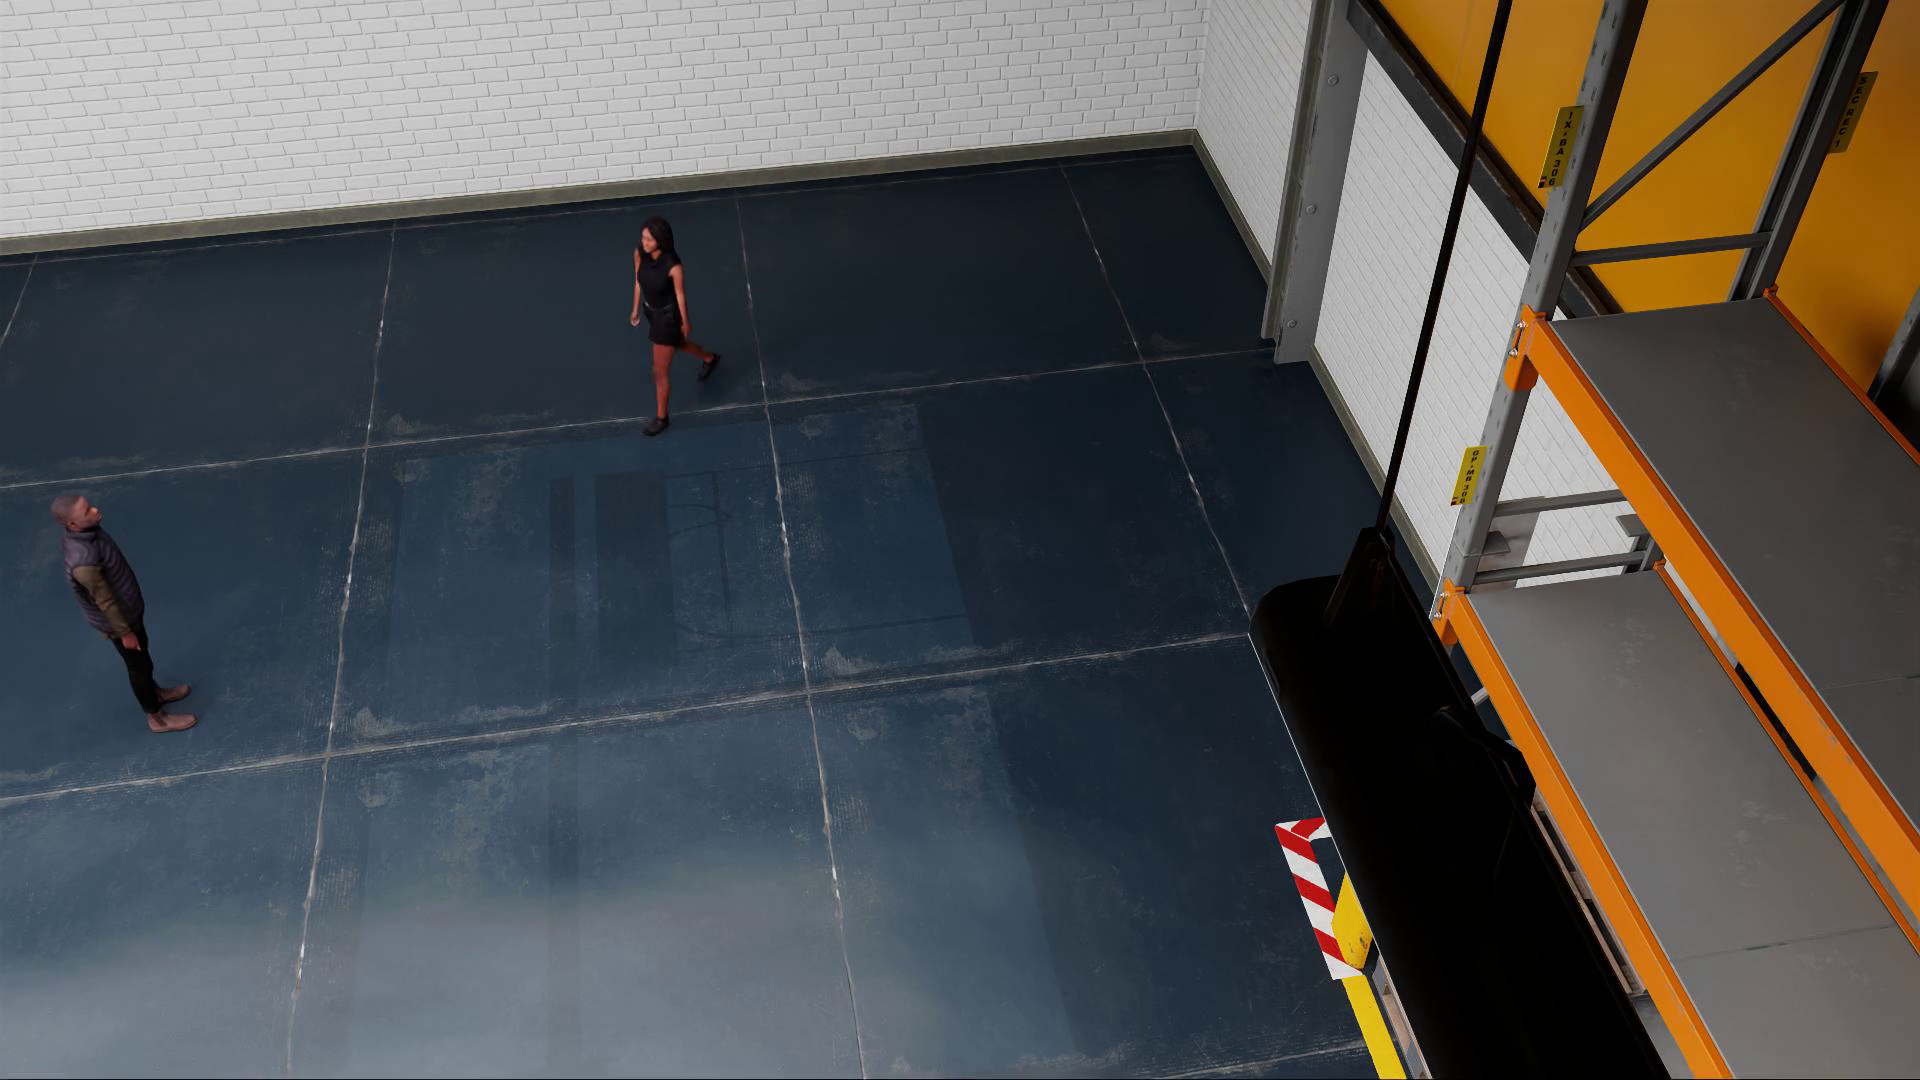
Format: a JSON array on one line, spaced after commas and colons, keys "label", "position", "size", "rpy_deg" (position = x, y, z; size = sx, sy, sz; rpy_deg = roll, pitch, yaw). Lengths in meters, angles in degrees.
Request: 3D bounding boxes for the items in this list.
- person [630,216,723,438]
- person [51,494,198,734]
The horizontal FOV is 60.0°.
[{"label": "person", "position": [-2.109, -1.659, 12.244], "size": [1.170, 1.702, 1.157], "rpy_deg": [31, 52, 29]}, {"label": "person", "position": [-5.036, 0.425, 9.959], "size": [0.804, 1.835, 0.590], "rpy_deg": [-17, 46, -17]}]
